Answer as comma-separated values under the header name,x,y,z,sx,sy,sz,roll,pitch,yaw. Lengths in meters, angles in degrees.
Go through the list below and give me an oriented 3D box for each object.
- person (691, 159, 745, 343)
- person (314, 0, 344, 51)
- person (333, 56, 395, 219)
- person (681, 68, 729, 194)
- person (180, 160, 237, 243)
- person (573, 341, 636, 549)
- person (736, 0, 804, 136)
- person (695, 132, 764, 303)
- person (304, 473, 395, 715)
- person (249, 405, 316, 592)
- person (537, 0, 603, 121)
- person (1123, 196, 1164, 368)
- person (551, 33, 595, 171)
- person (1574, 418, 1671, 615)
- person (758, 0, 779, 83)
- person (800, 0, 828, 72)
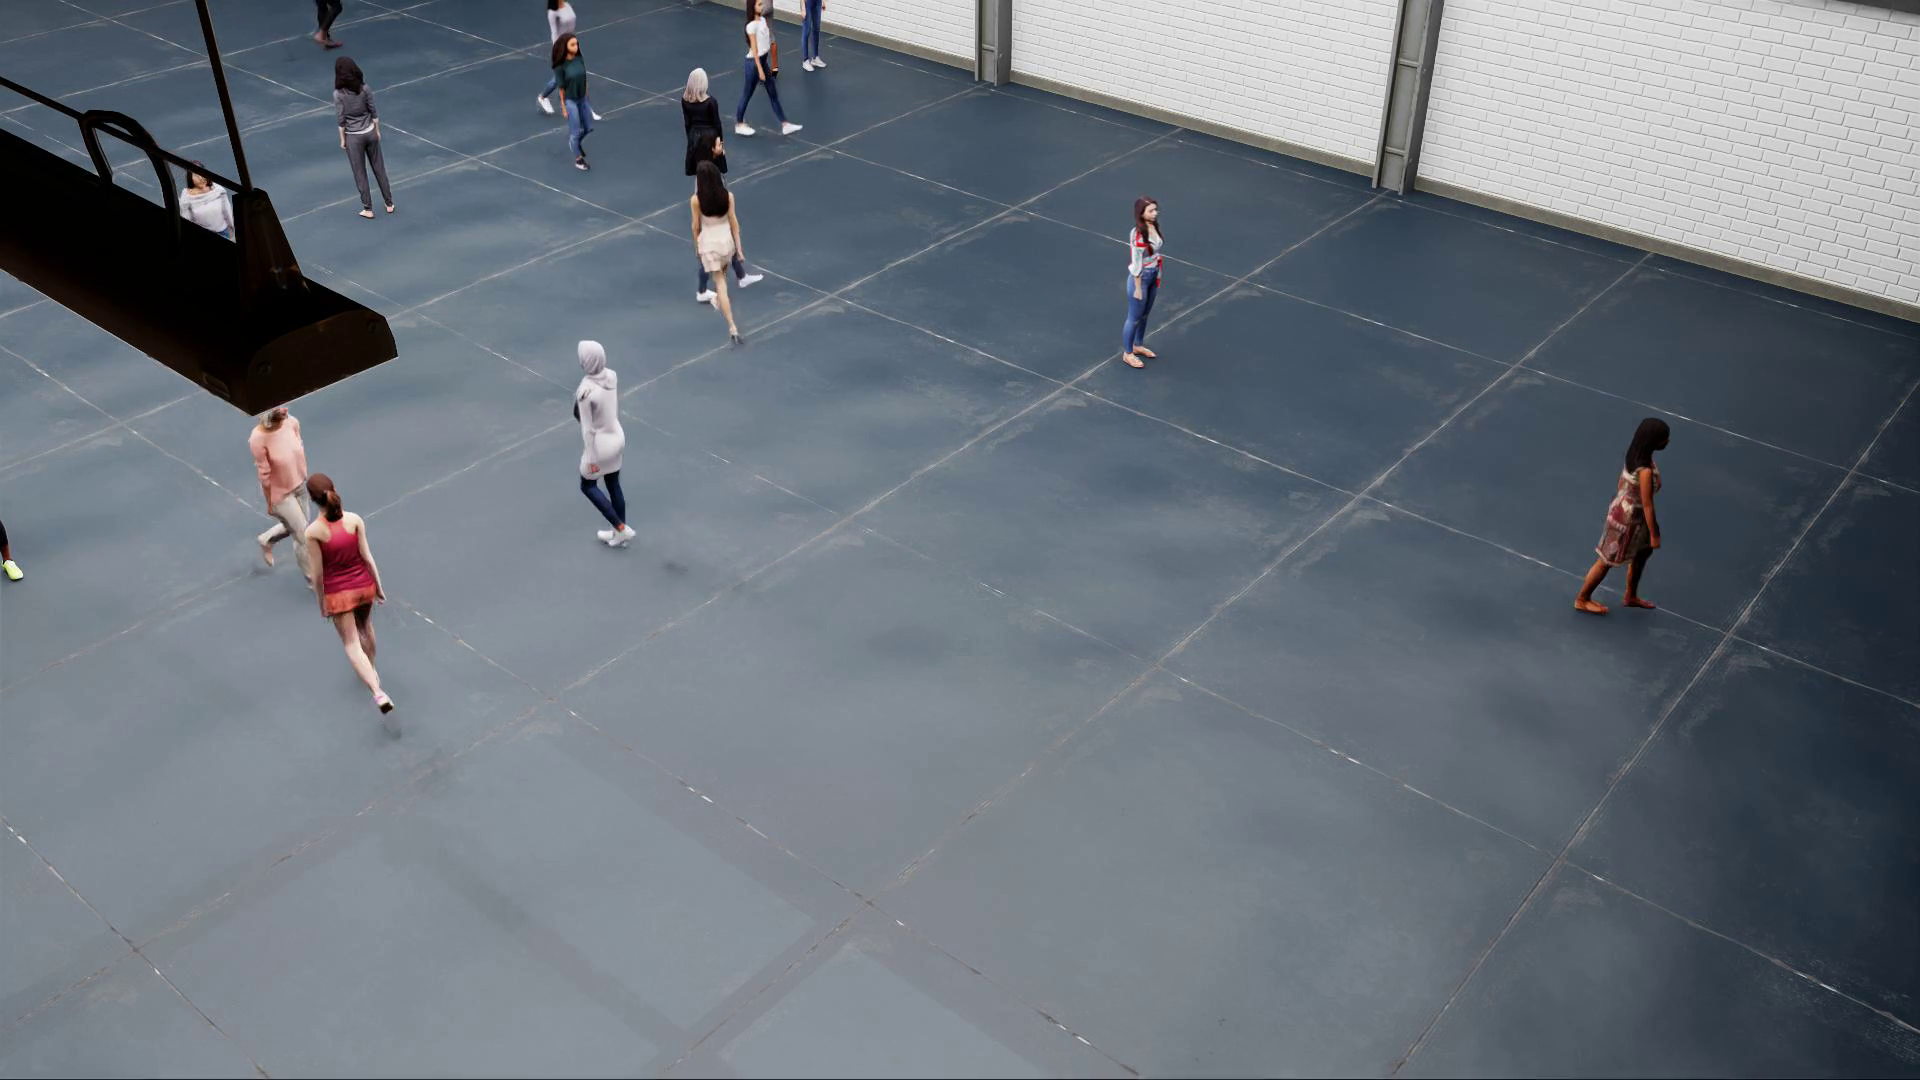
name,x,y,z,sx,sy,sz,roll,pitch,yaw
person,-2.268,-2.668,15.673,0.944,1.673,1.162,-11,35,-17
person,-9.010,-7.731,23.154,0.652,1.823,0.769,28,43,35
person,-6.565,-4.413,18.216,0.642,1.763,0.581,-23,40,-31
person,-2.753,-4.234,17.963,0.642,1.747,0.751,8,34,12
person,-7.256,-2.909,16.082,0.659,1.622,0.601,-25,41,-33
person,-2.640,-0.685,12.606,0.699,1.766,0.663,18,37,25
person,-2.561,-5.736,20.244,1.170,1.724,0.871,10,35,15
person,-2.506,-3.148,16.366,0.989,1.706,1.005,-10,35,-14
person,-4.013,0.392,11.024,0.726,1.723,1.087,-23,40,-30
person,-5.022,-0.378,12.205,1.037,1.698,0.793,13,36,18
person,-5.013,-6.109,20.824,1.200,1.703,0.833,14,36,21
person,1.678,-2.397,15.318,0.543,1.614,0.608,20,39,27
person,-4.571,-5.138,19.455,0.673,1.600,0.584,26,42,34
person,4.694,-0.147,11.925,0.919,1.624,0.806,10,35,15
person,-2.626,-6.993,22.083,0.516,1.781,0.579,24,41,32
person,-2.023,-7.295,22.573,0.589,1.742,0.533,-28,43,-36
